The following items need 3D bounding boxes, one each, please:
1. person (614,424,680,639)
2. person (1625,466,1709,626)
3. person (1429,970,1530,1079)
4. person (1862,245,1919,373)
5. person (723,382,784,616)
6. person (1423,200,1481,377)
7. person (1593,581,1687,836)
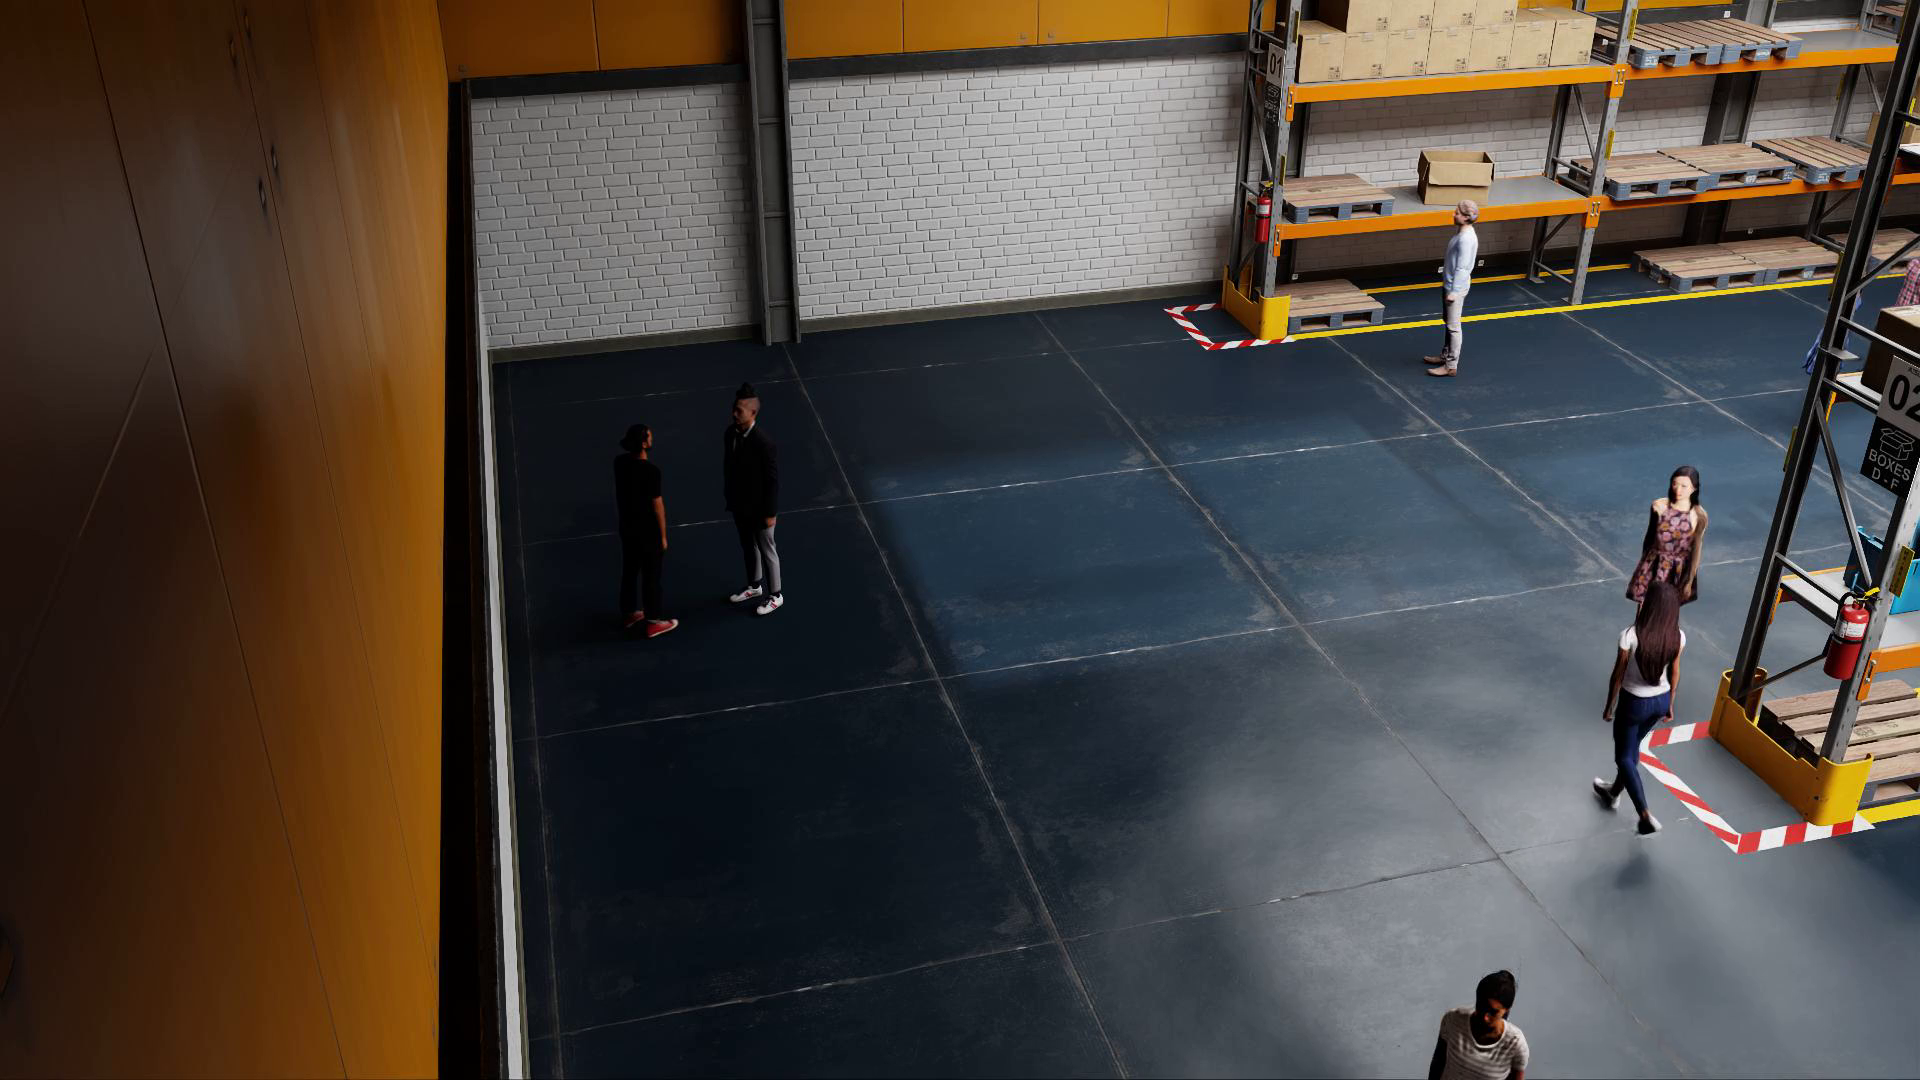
[{"bbox_3d":[-2.486,-0.075,12.925,0.718,1.749,0.763,18,34,30],"label":"person"},{"bbox_3d":[5.276,0.250,12.350,1.132,1.728,1.211,16,33,27],"label":"person"},{"bbox_3d":[2.464,2.675,8.000,0.750,1.637,0.811,17,33,28],"label":"person"},{"bbox_3d":[9.560,-2.215,16.877,1.128,1.720,0.787,-4,29,-7],"label":"person"},{"bbox_3d":[-1.633,-0.336,13.193,0.798,1.949,0.802,23,36,35],"label":"person"},{"bbox_3d":[5.224,-2.668,17.526,0.729,1.894,0.737,5,29,9],"label":"person"},{"bbox_3d":[4.430,1.130,10.714,0.956,1.751,0.713,-2,29,-4],"label":"person"}]
